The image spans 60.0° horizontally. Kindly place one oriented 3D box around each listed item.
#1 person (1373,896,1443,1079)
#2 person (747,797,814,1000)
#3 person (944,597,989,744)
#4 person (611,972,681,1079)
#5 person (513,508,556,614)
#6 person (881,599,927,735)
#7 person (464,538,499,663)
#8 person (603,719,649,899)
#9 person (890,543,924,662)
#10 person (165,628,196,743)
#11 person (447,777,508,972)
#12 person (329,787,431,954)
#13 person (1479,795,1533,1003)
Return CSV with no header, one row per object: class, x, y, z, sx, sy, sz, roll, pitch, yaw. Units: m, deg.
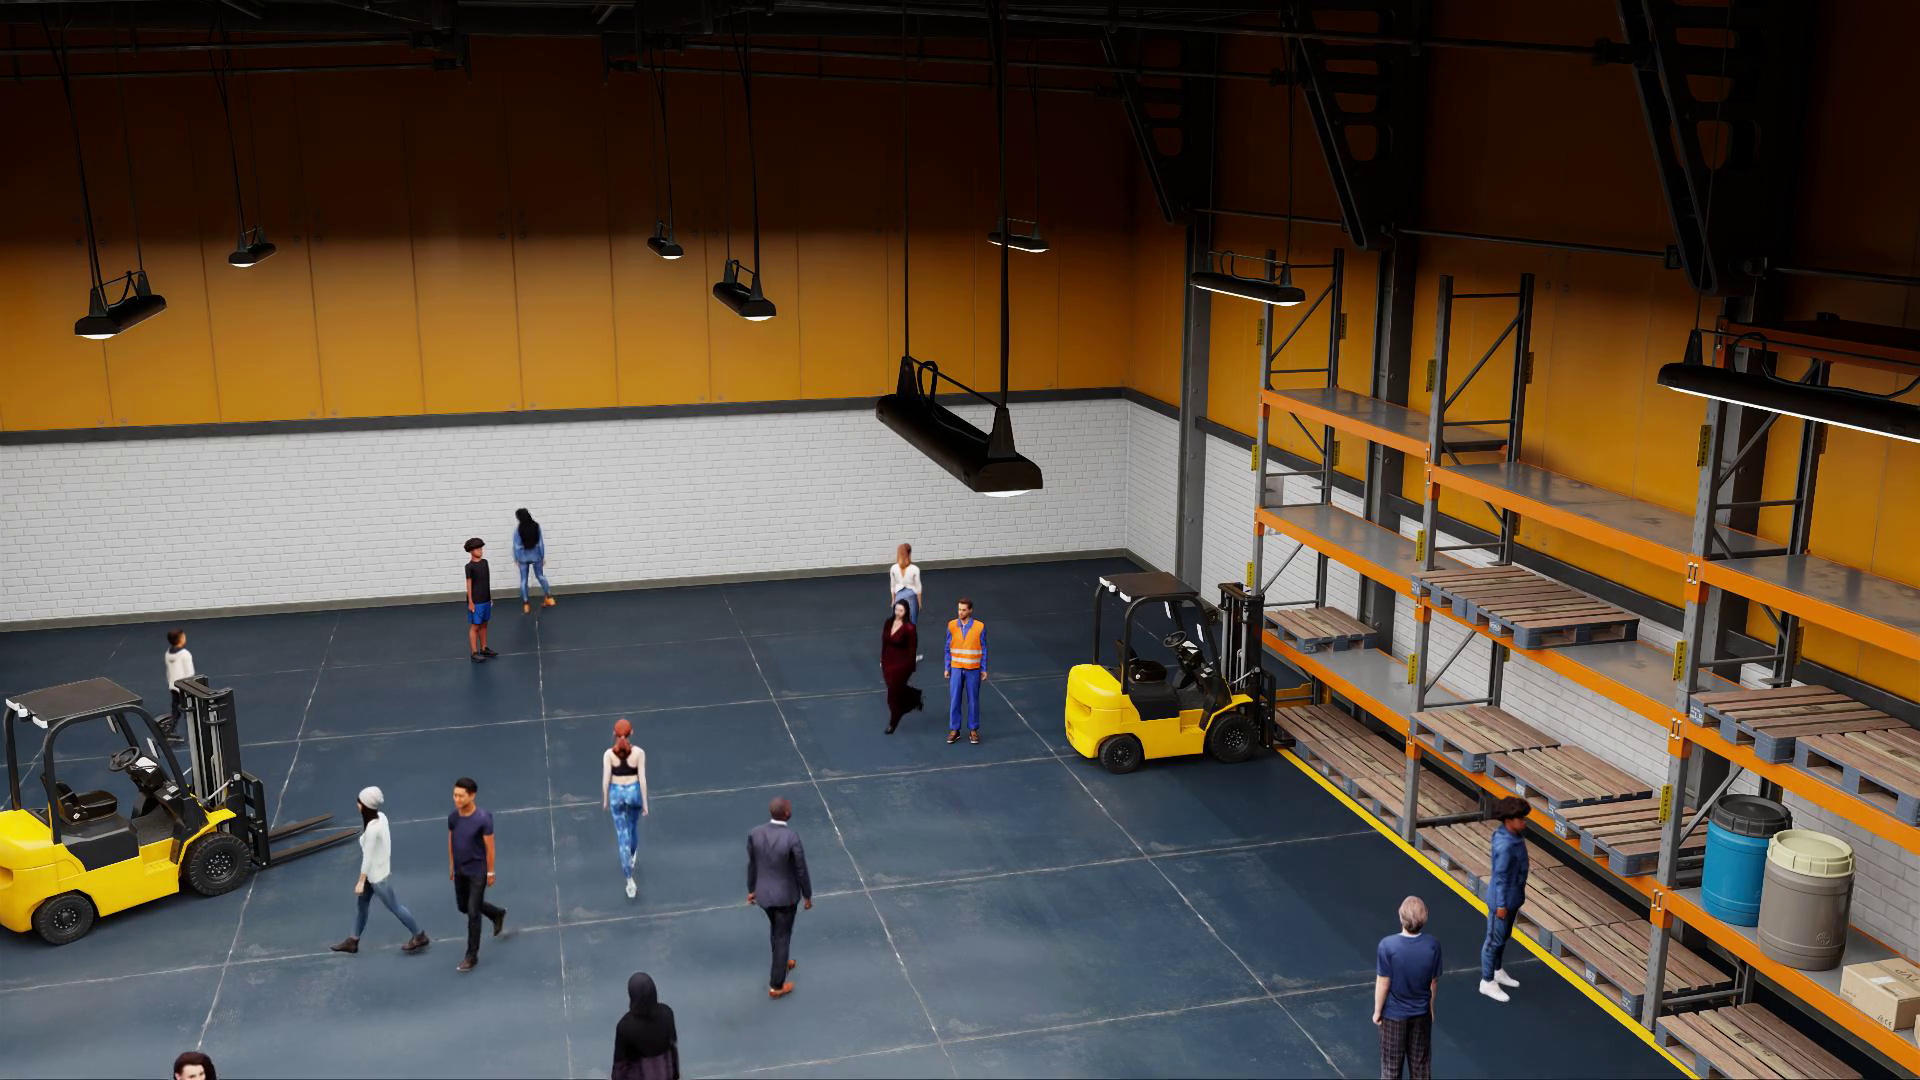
person,3.351,3.549,12.475,0.705,1.871,0.613,-1,14,-4
person,-1.613,3.121,14.399,0.963,1.799,1.028,6,15,25
person,0.071,1.597,20.560,0.775,1.861,0.739,1,14,5
person,-2.179,3.850,11.794,0.886,1.607,1.152,-10,17,-35
person,-6.793,0.339,26.123,0.826,1.687,0.749,-4,14,-16
person,-0.710,1.568,20.971,1.035,1.722,1.072,-13,19,-43
person,-6.905,0.833,23.848,0.768,1.797,0.690,6,15,24
person,-3.299,2.668,16.411,0.595,1.731,1.177,-3,14,-13
person,-0.771,0.888,23.780,0.688,1.723,0.694,4,14,16
person,-9.656,1.802,20.552,0.793,1.466,0.861,6,15,23
person,-4.369,2.970,15.081,1.010,1.771,1.118,6,15,22
person,-5.219,3.044,15.141,0.688,1.599,1.055,-3,14,-11
person,4.758,3.088,14.512,0.787,1.809,0.746,9,16,33
